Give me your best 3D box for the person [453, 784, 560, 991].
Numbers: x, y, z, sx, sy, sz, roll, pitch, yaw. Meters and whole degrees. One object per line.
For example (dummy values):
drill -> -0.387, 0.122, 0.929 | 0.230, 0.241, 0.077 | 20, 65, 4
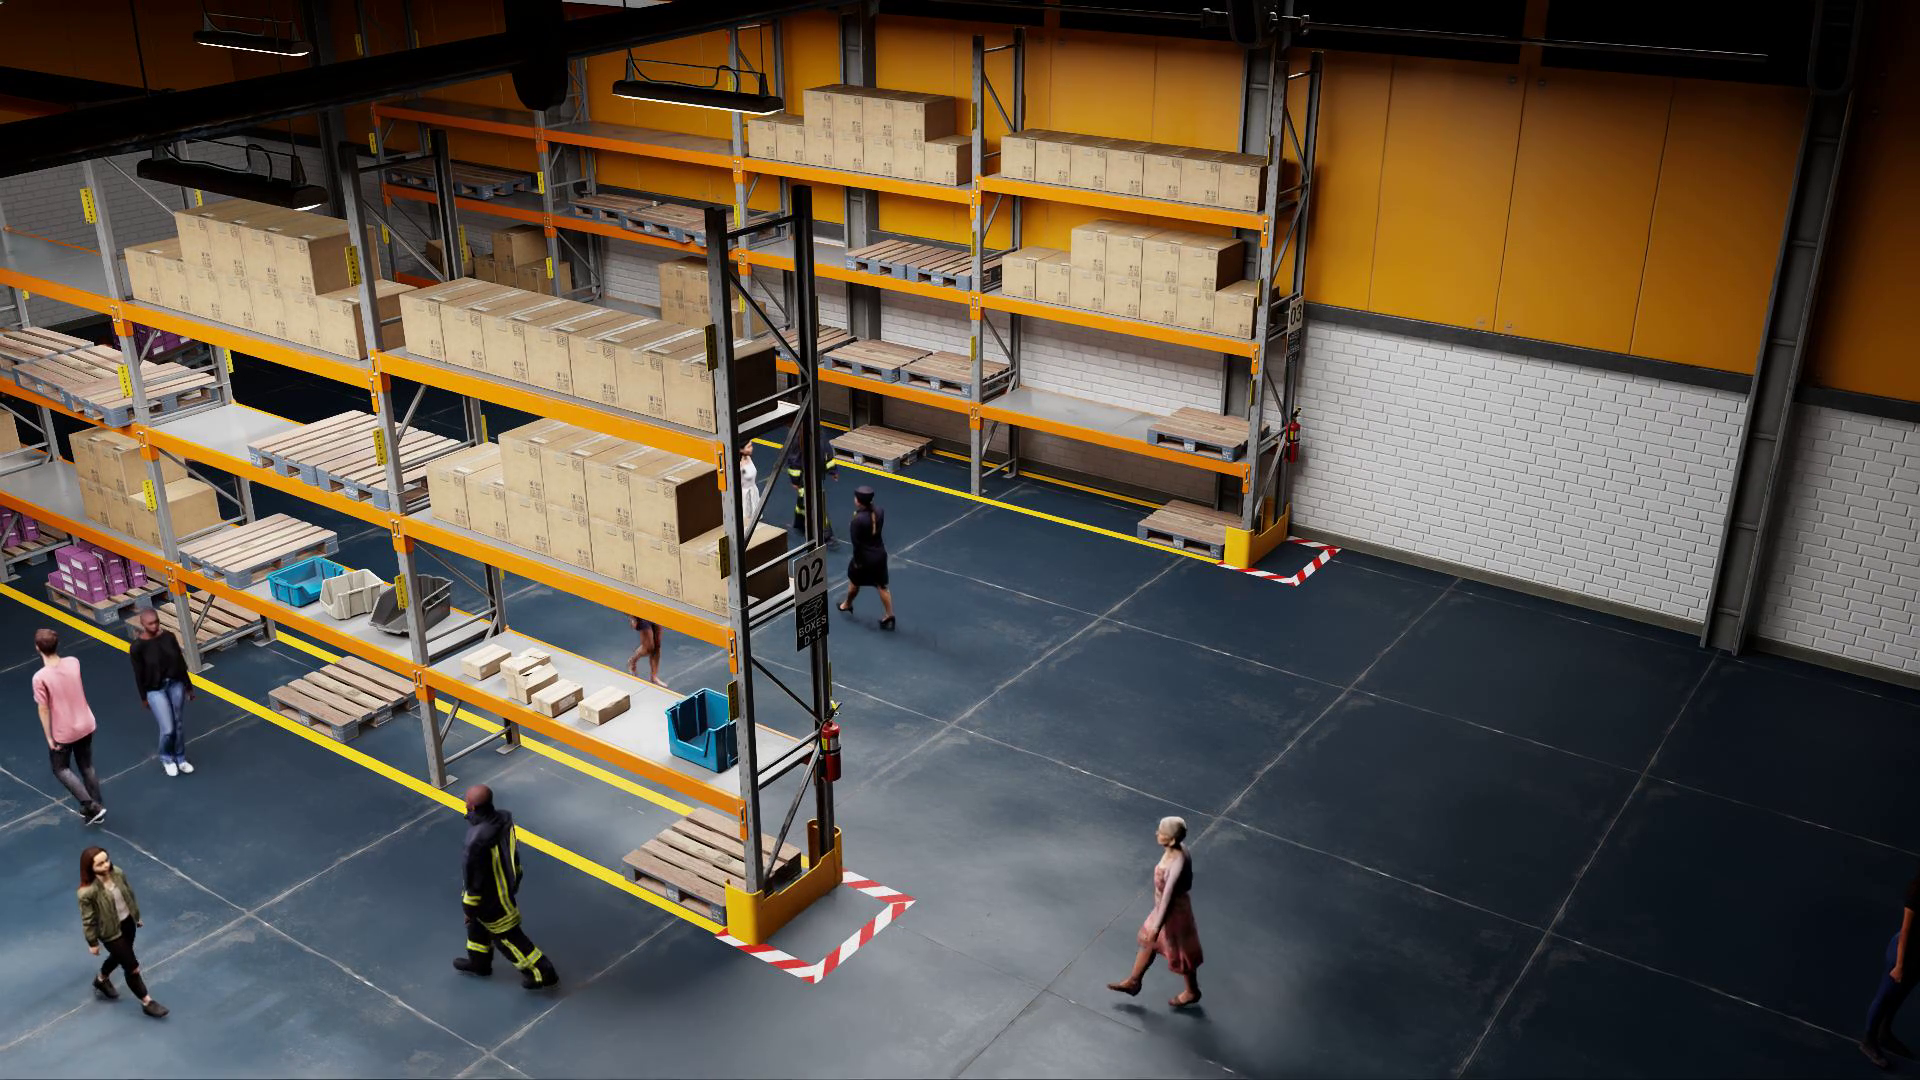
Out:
person -> -3.502, 2.682, 12.734 | 1.300, 1.788, 1.047 | 5, 24, 12

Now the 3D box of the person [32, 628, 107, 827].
person -> -7.839, 1.704, 14.777 | 0.757, 1.945, 0.676 | 11, 26, 24

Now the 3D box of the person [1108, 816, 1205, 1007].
person -> 1.693, 2.833, 12.541 | 1.027, 1.666, 0.927 | -2, 24, -4

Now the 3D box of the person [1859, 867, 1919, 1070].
person -> 6.875, 3.008, 12.053 | 0.645, 1.738, 0.645 | -15, 28, -30

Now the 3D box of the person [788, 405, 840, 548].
person -> -1.915, -0.846, 20.766 | 1.109, 1.819, 0.739 | 16, 28, 33

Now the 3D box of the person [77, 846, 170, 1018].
person -> -6.434, 2.939, 12.573 | 1.039, 1.446, 0.781 | 7, 25, 16

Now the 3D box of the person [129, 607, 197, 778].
person -> -7.561, 1.402, 15.727 | 0.551, 1.736, 0.593 | 16, 28, 33

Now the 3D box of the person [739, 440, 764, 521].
person -> -2.564, -0.410, 19.830 | 0.765, 1.770, 0.755 | 5, 24, 12

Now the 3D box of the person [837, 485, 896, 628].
person -> -0.957, 0.225, 18.559 | 1.095, 1.626, 0.780 | 20, 31, 38
